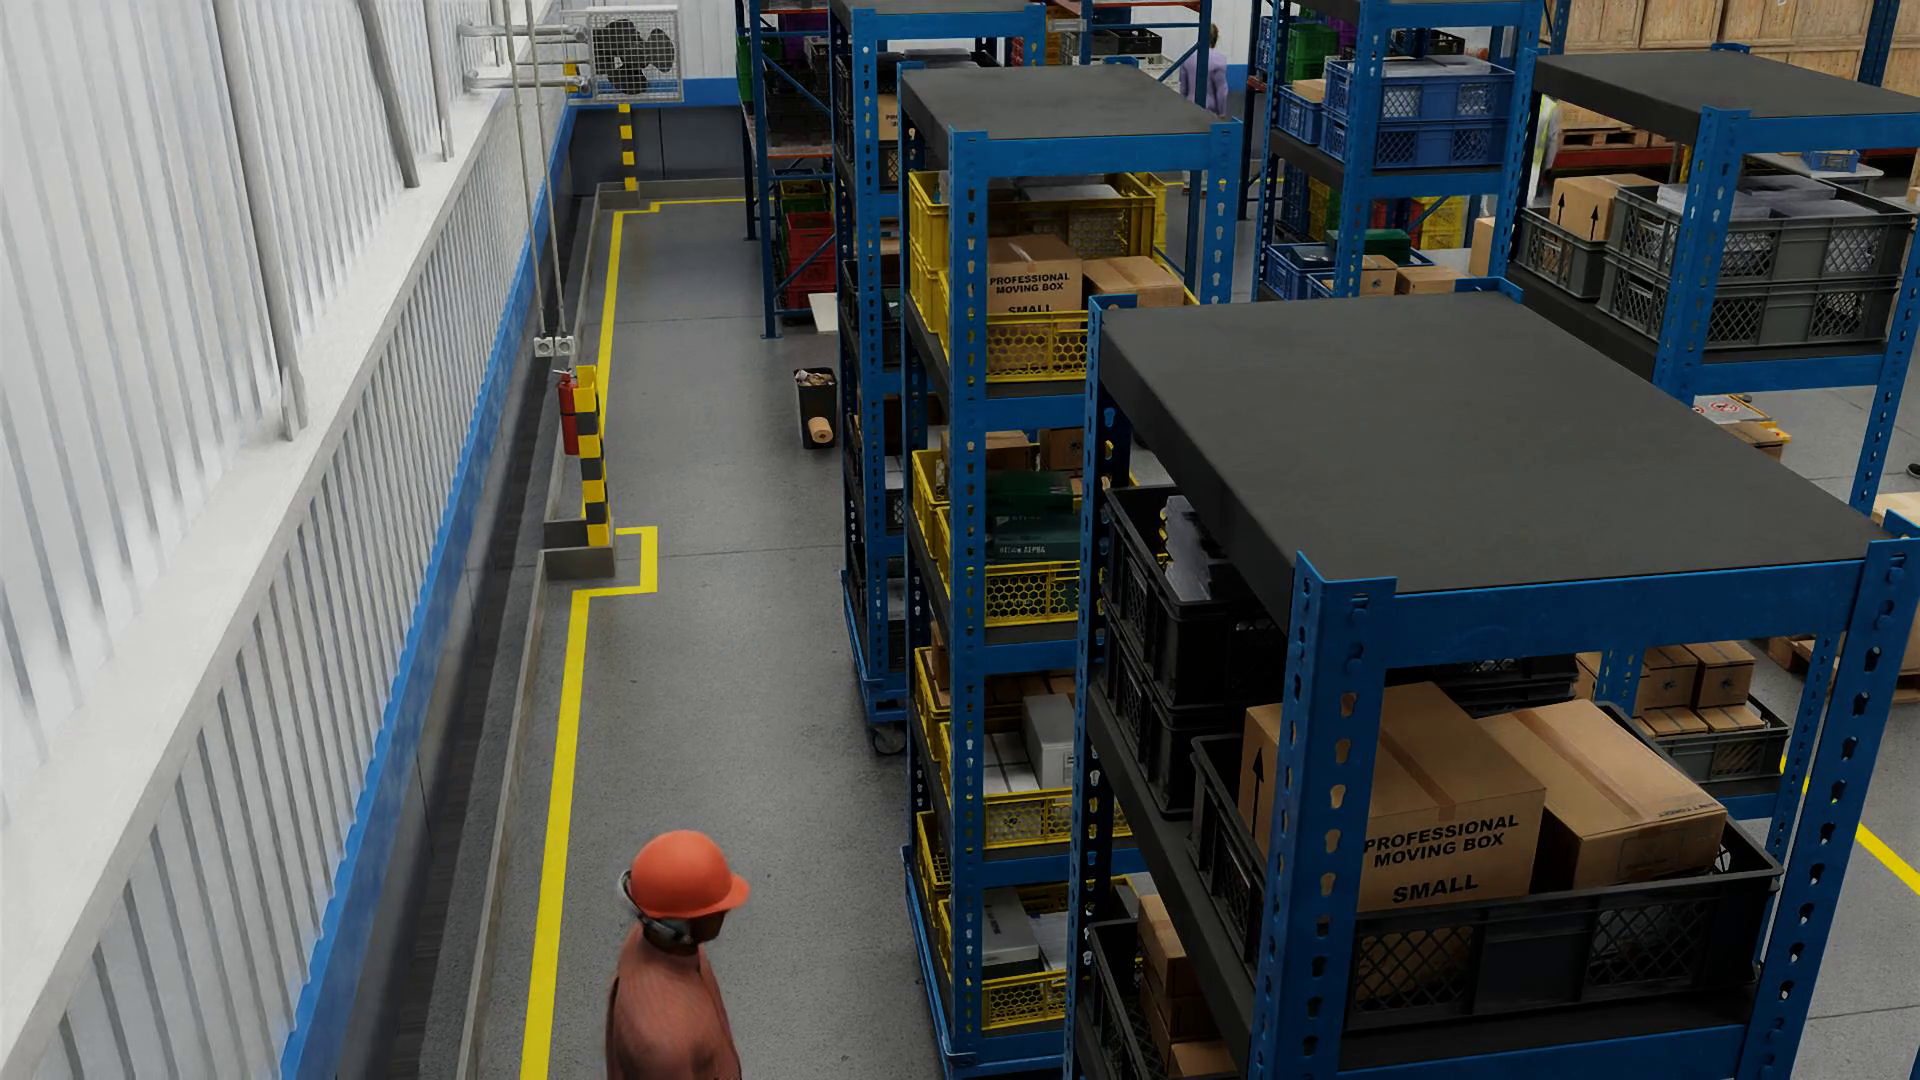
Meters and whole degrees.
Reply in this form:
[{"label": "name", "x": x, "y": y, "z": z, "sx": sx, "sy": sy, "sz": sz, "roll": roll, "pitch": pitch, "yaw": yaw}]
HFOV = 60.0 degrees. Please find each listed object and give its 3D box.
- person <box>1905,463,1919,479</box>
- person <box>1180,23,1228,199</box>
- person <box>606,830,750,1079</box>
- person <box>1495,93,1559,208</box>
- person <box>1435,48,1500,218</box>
[{"label": "person", "x": 6.787, "y": -1.260, "z": 11.147, "sx": 0.586, "sy": 1.835, "sz": 0.403, "roll": -4, "pitch": 25, "yaw": -10}, {"label": "person", "x": 2.761, "y": -4.862, "z": 18.854, "sx": 0.628, "sy": 1.940, "sz": 0.373, "roll": 22, "pitch": 33, "yaw": 40}, {"label": "person", "x": -0.750, "y": 1.660, "z": 4.630, "sx": 0.417, "sy": 1.985, "sz": 0.612, "roll": -3, "pitch": 25, "yaw": -7}, {"label": "person", "x": 5.553, "y": -3.738, "z": 16.559, "sx": 0.660, "sy": 1.818, "sz": 0.679, "roll": 9, "pitch": 26, "yaw": 20}, {"label": "person", "x": 5.449, "y": -4.301, "z": 17.733, "sx": 0.842, "sy": 1.859, "sz": 0.586, "roll": 15, "pitch": 29, "yaw": 29}]
